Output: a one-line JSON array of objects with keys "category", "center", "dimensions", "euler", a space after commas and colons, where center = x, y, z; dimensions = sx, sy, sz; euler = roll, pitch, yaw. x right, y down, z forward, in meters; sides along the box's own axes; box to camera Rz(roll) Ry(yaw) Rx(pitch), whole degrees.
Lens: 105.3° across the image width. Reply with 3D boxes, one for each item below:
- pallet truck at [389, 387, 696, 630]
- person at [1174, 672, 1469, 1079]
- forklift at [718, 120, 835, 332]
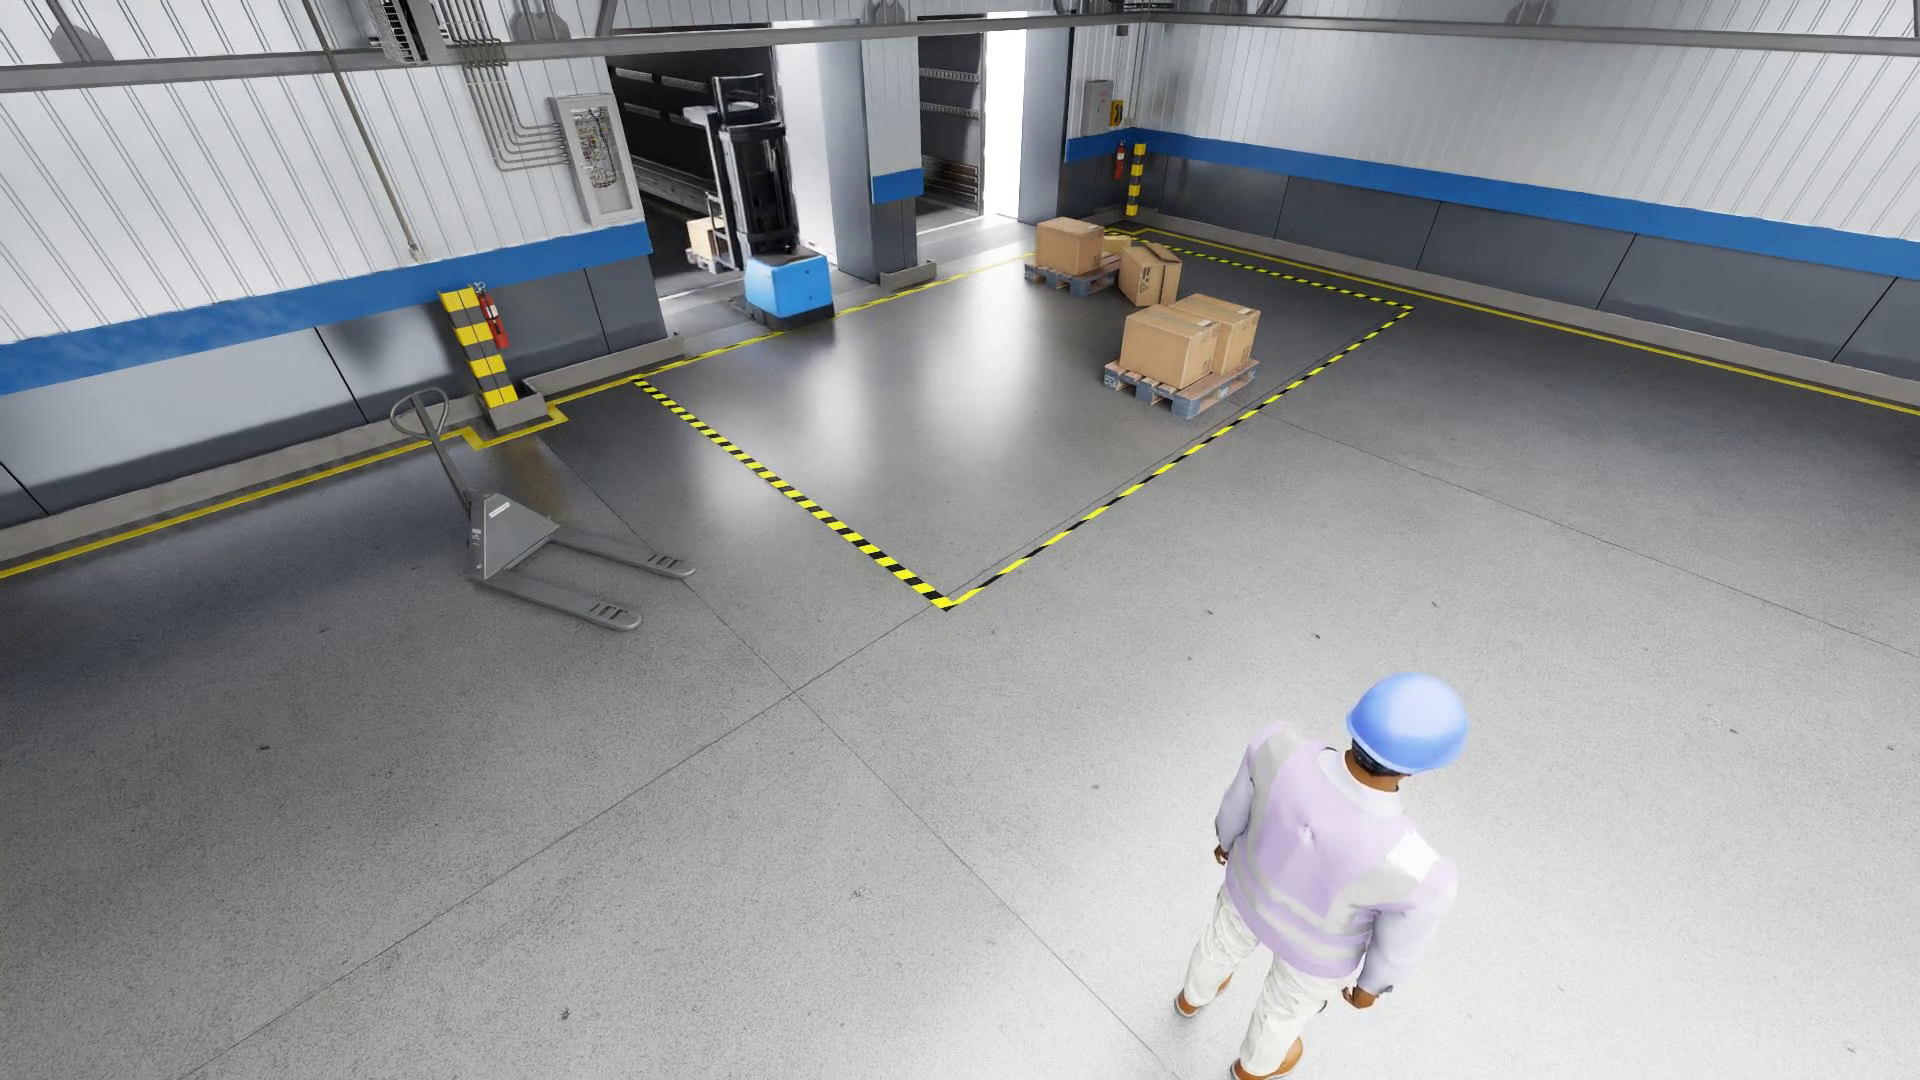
[{"category": "pallet truck", "center": [-2.613, -0.247, 4.593], "dimensions": [1.601, 1.201, 0.680], "euler": [14, 40, 17]}, {"category": "person", "center": [1.041, 1.112, 2.255], "dimensions": [0.393, 1.945, 0.616], "euler": [-21, 42, -25]}, {"category": "forklift", "center": [-2.001, -3.398, 8.013], "dimensions": [0.716, 2.013, 0.776], "euler": [-30, 47, -33]}]
